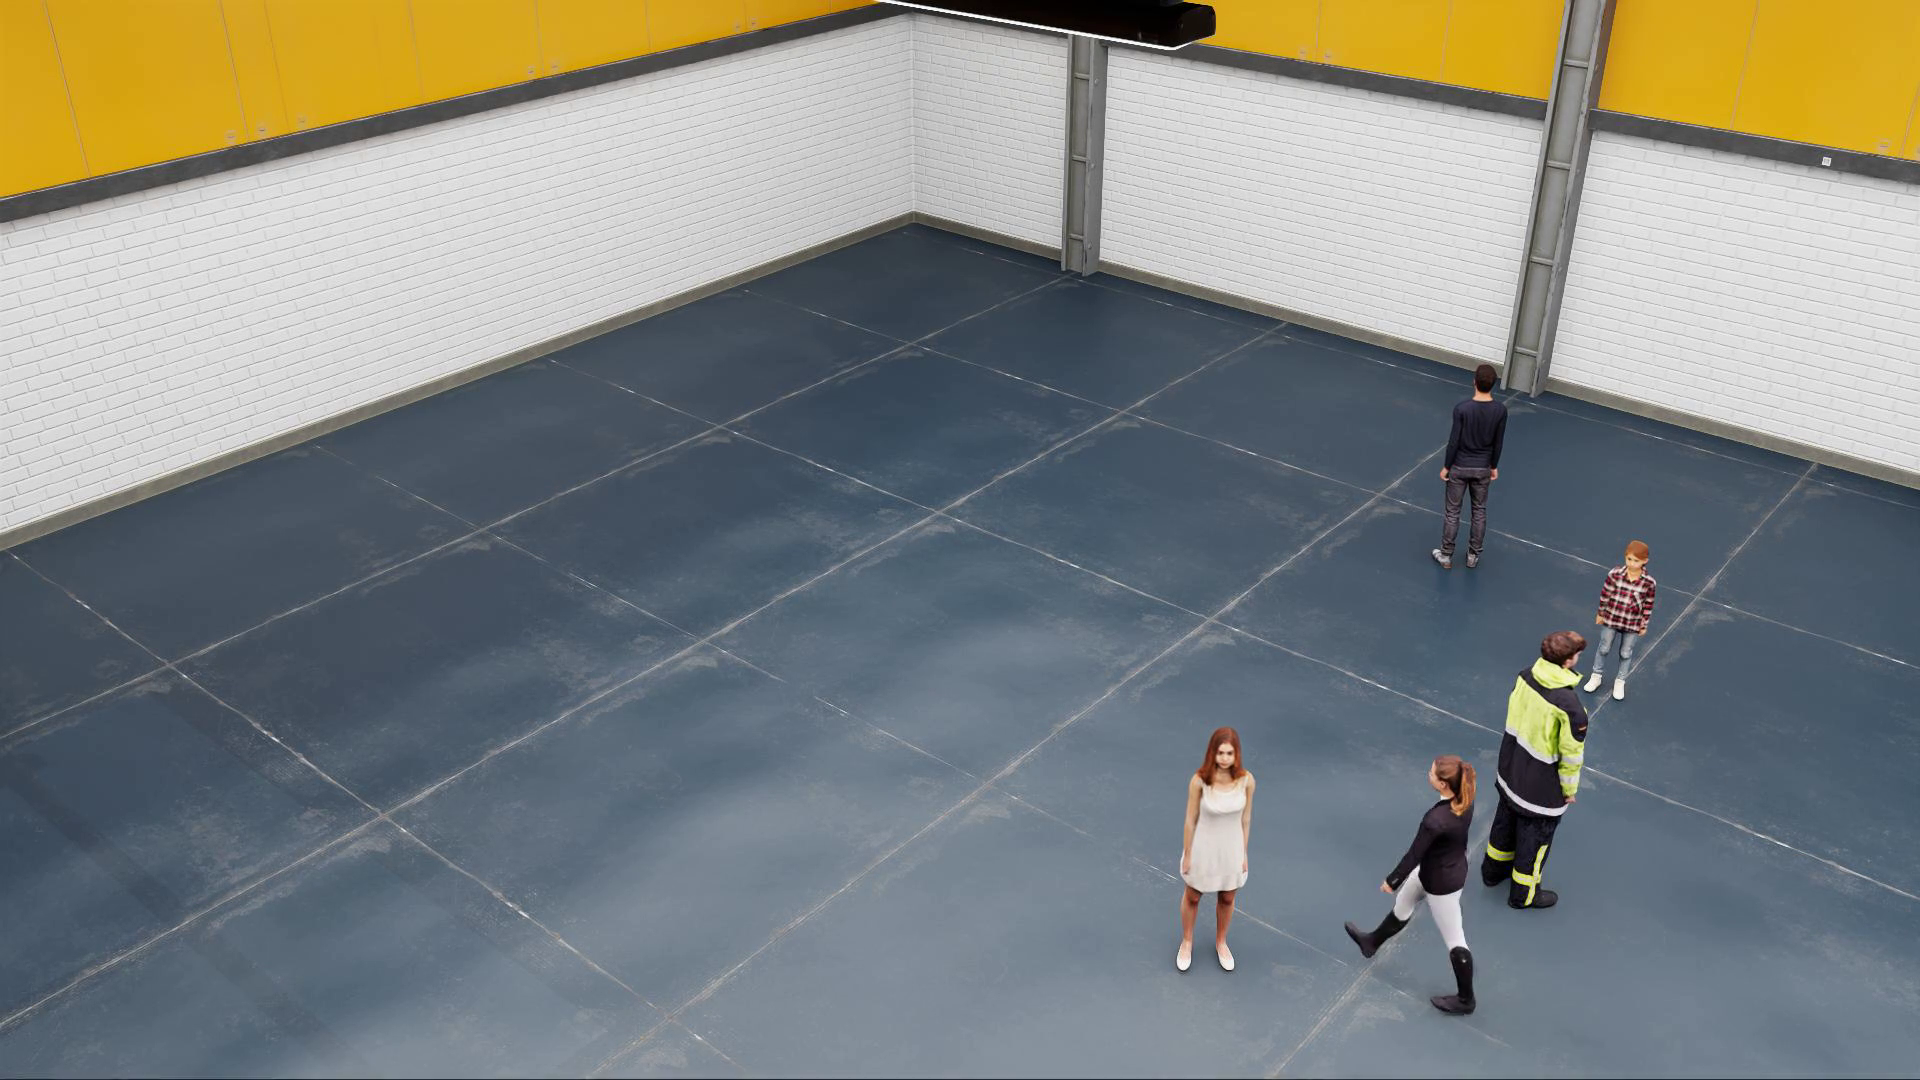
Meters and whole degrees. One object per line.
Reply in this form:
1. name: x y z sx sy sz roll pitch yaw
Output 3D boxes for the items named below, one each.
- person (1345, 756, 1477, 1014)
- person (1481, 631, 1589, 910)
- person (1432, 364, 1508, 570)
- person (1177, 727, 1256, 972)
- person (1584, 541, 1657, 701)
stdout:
1. person: 2.860 2.039 9.635 1.122 1.686 0.615 17 33 29
2. person: 3.631 1.421 10.457 0.929 1.983 0.787 -11 30 -19
3. person: 4.399 -0.624 14.325 0.700 1.869 0.777 -1 29 -1
4. person: 1.533 1.841 9.972 0.637 1.712 0.710 0 29 0
5. person: 5.061 0.592 12.686 0.506 1.305 0.635 14 32 24
